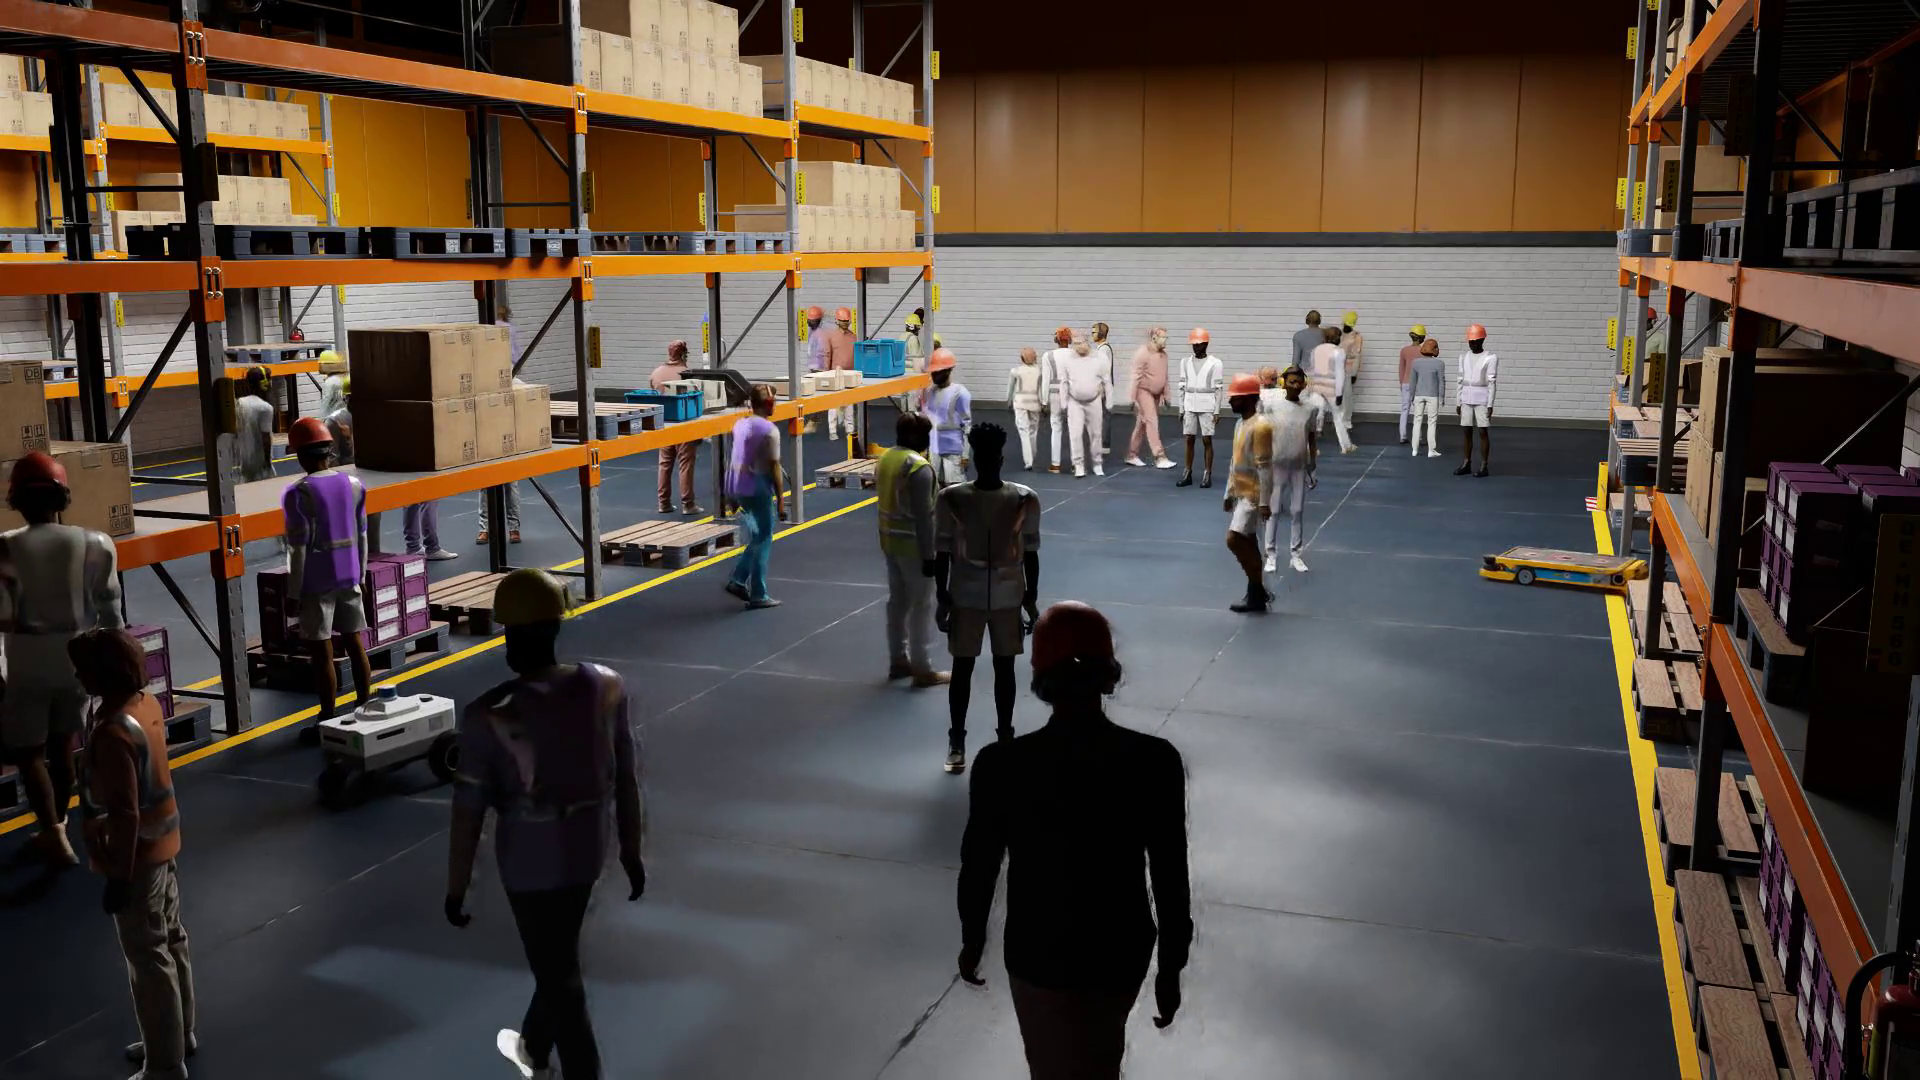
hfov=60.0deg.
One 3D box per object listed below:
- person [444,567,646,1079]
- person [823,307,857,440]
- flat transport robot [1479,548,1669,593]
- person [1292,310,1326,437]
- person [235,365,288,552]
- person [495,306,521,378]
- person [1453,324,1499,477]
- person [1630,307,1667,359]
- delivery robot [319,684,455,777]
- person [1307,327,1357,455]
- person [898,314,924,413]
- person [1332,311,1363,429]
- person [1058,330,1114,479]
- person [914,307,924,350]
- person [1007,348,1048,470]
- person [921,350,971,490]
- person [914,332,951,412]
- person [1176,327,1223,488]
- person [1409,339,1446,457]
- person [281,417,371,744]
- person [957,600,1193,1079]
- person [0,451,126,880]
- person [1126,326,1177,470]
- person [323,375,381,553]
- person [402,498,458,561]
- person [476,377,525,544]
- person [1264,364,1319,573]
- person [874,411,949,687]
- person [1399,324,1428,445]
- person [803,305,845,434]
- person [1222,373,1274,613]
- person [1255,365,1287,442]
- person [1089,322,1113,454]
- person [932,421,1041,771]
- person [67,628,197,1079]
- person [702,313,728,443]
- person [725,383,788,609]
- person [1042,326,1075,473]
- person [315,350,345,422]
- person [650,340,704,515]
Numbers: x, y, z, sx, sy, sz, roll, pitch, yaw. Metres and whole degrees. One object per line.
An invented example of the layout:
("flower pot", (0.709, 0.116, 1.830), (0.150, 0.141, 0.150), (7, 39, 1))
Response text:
("person", (-1.426, 1.020, 5.479), (0.899, 1.888, 0.617), (9, 13, 41))
("person", (-1.748, -2.494, 24.994), (0.623, 1.992, 0.397), (-5, 11, -28))
("flat transport robot", (5.307, 0.251, 14.391), (1.431, 0.197, 0.652), (7, 12, 33))
("person", (5.373, -2.536, 25.388), (0.630, 1.940, 0.370), (0, 10, 2))
("person", (-6.584, -0.718, 15.514), (0.524, 1.825, 1.001), (4, 11, 21))
("person", (-7.582, -2.909, 27.579), (0.670, 1.918, 0.420), (6, 12, 30))
("person", (6.502, -1.755, 21.025), (0.386, 1.930, 0.543), (-9, 13, -41))
("person", (10.300, -2.501, 25.035), (0.377, 1.995, 0.608), (-9, 13, -40))
("delivery robot", (-3.087, 1.021, 8.988), (0.477, 0.478, 0.707), (6, 12, 31))
("person", (5.162, -2.079, 23.234), (0.954, 1.793, 0.646), (-7, 12, -35))
("person", (-0.765, -2.679, 26.521), (0.403, 1.823, 0.586), (-5, 11, -25))
("person", (6.182, -2.711, 26.562), (0.455, 1.878, 0.664), (-5, 11, -27))
("person", (1.579, -1.699, 20.911), (0.719, 1.854, 0.843), (1, 10, 7))
("person", (-0.663, -2.997, 28.177), (0.509, 1.872, 0.328), (2, 10, 13))
("person", (0.887, -1.723, 21.799), (0.513, 1.590, 0.886), (-2, 10, -11))
("person", (-0.181, -0.861, 16.065), (0.567, 1.919, 0.575), (8, 13, 37))
("person", (-0.354, -1.982, 22.828), (0.528, 1.745, 0.684), (-3, 10, -16))
("person", (2.886, -1.589, 20.058), (0.547, 1.938, 0.378), (6, 12, 29))
("person", (6.474, -1.968, 23.046), (0.507, 1.632, 0.268), (8, 13, 38))
("person", (-3.740, 0.240, 9.786), (0.375, 1.928, 0.542), (7, 12, 33))
("person", (0.290, 1.124, 4.730), (0.620, 1.945, 0.982), (-2, 10, -13))
("person", (-4.245, 0.577, 7.729), (0.660, 1.985, 0.765), (-9, 13, -41))
("person", (2.553, -1.854, 21.768), (0.944, 1.856, 0.656), (8, 13, 37))
("person", (-5.145, -0.513, 14.293), (0.403, 1.833, 0.591), (6, 12, 32))
("person", (-4.995, -0.758, 15.470), (0.648, 1.907, 0.409), (8, 13, 37))
("person", (-4.535, -0.924, 16.311), (0.627, 1.941, 0.370), (-1, 10, -8))
("person", (2.951, -0.638, 14.892), (0.512, 1.873, 0.328), (-1, 10, -4))
("person", (-0.327, 0.054, 11.099), (0.429, 1.835, 0.633), (-6, 12, -29))
("person", (6.673, -2.273, 24.394), (0.328, 1.769, 0.526), (-7, 12, -36))
("person", (-2.151, -2.639, 25.749), (0.734, 2.019, 0.645), (-2, 10, -12))
("person", (2.274, -0.361, 13.179), (0.456, 1.919, 0.579), (-1, 10, -7))
("person", (3.354, -1.098, 18.155), (0.551, 1.621, 0.405), (-1, 10, -8))
("person", (1.990, -2.128, 23.356), (0.326, 1.843, 0.515), (1, 10, 6))
("person", (0.152, 0.317, 9.247), (0.609, 1.965, 0.369), (-1, 10, -4))
("person", (-2.856, 1.101, 5.756), (0.310, 1.636, 0.523), (-3, 10, -14))
("person", (-3.631, -2.412, 24.659), (0.380, 1.950, 0.603), (-4, 11, -20))
("person", (-1.636, -0.345, 13.362), (0.436, 1.824, 0.577), (-7, 12, -34))
("person", (1.334, -1.797, 21.387), (0.573, 1.883, 0.356), (-1, 10, -7))
("person", (-7.314, -1.353, 19.375), (0.776, 1.709, 0.491), (-2, 10, -11))
("person", (-3.053, -1.224, 18.128), (0.636, 1.899, 0.396), (5, 11, 27))
